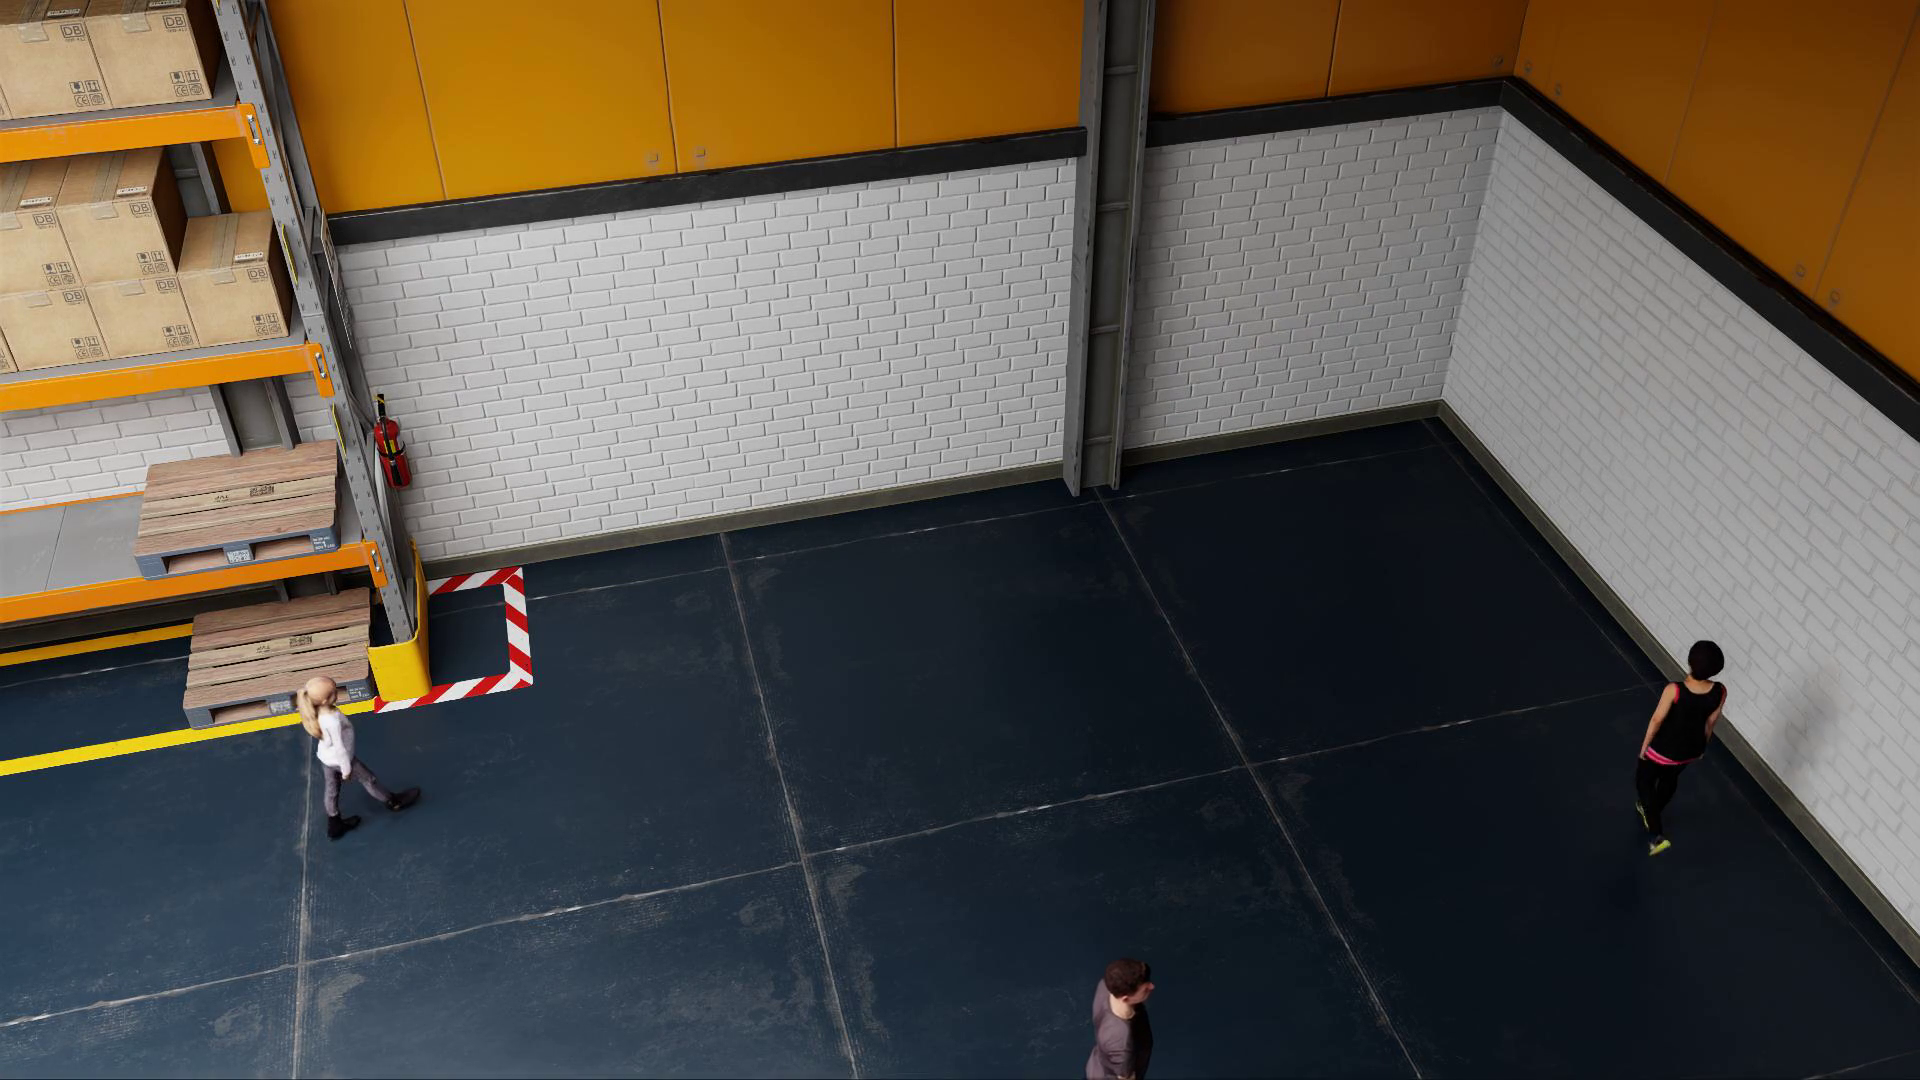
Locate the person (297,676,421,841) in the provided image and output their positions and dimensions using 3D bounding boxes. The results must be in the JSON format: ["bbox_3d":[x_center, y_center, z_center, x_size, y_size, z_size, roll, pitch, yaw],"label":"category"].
[{"bbox_3d":[-3.862,1.356,10.174,0.754,1.255,0.898,30,47,32],"label":"person"}]

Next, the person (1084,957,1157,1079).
[{"bbox_3d":[0.744,2.642,8.086,0.583,1.851,0.682,-4,39,-5],"label":"person"}]

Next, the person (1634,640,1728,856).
[{"bbox_3d":[4.347,1.282,10.046,0.852,1.531,0.742,0,39,0],"label":"person"}]
